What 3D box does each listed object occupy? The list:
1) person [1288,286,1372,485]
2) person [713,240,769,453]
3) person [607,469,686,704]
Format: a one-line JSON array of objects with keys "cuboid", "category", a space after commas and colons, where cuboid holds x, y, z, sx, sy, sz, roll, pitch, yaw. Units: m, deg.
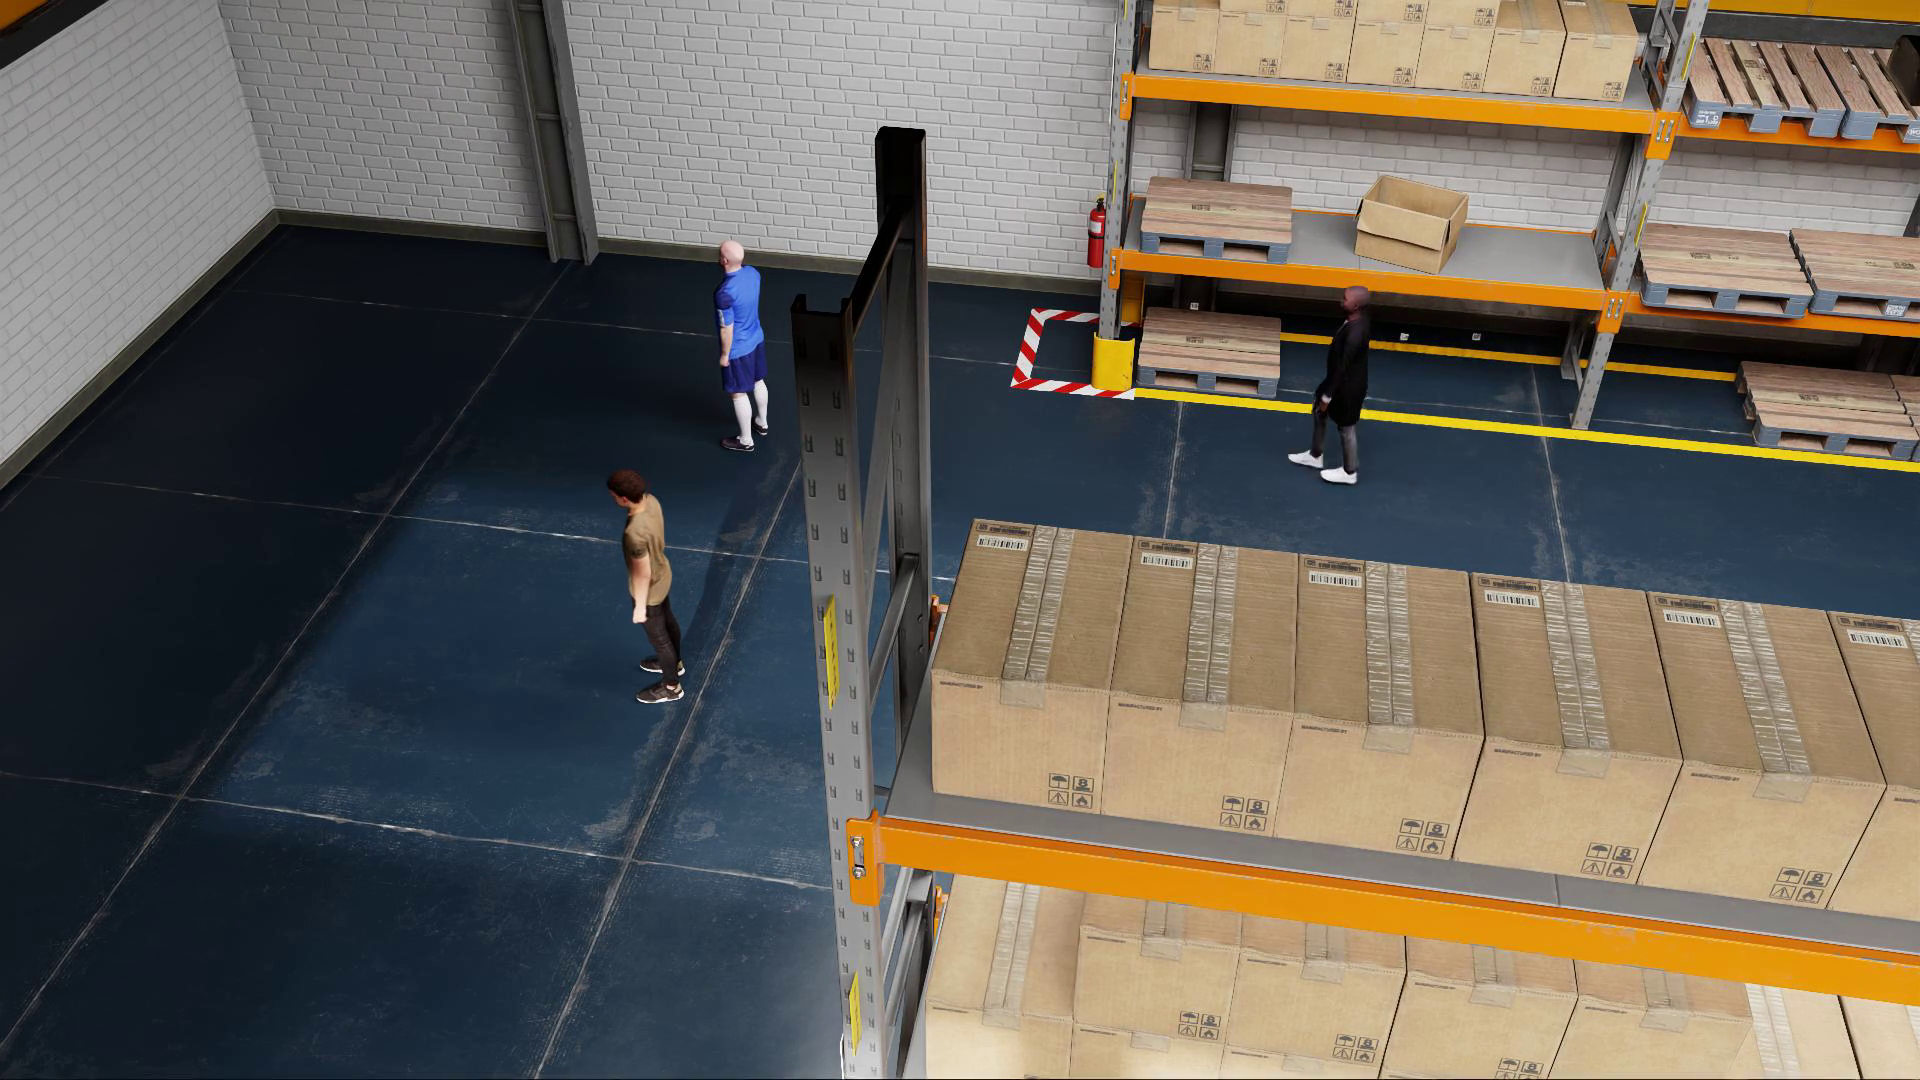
[{"cuboid": [3.057, -1.162, 12.784, 0.820, 1.744, 0.716, 10, 40, 13], "category": "person"}, {"cuboid": [-1.741, -1.556, 13.200, 0.668, 1.842, 0.728, 16, 41, 20], "category": "person"}, {"cuboid": [-2.025, 0.284, 10.891, 0.622, 1.848, 0.697, 1, 39, 1], "category": "person"}]
